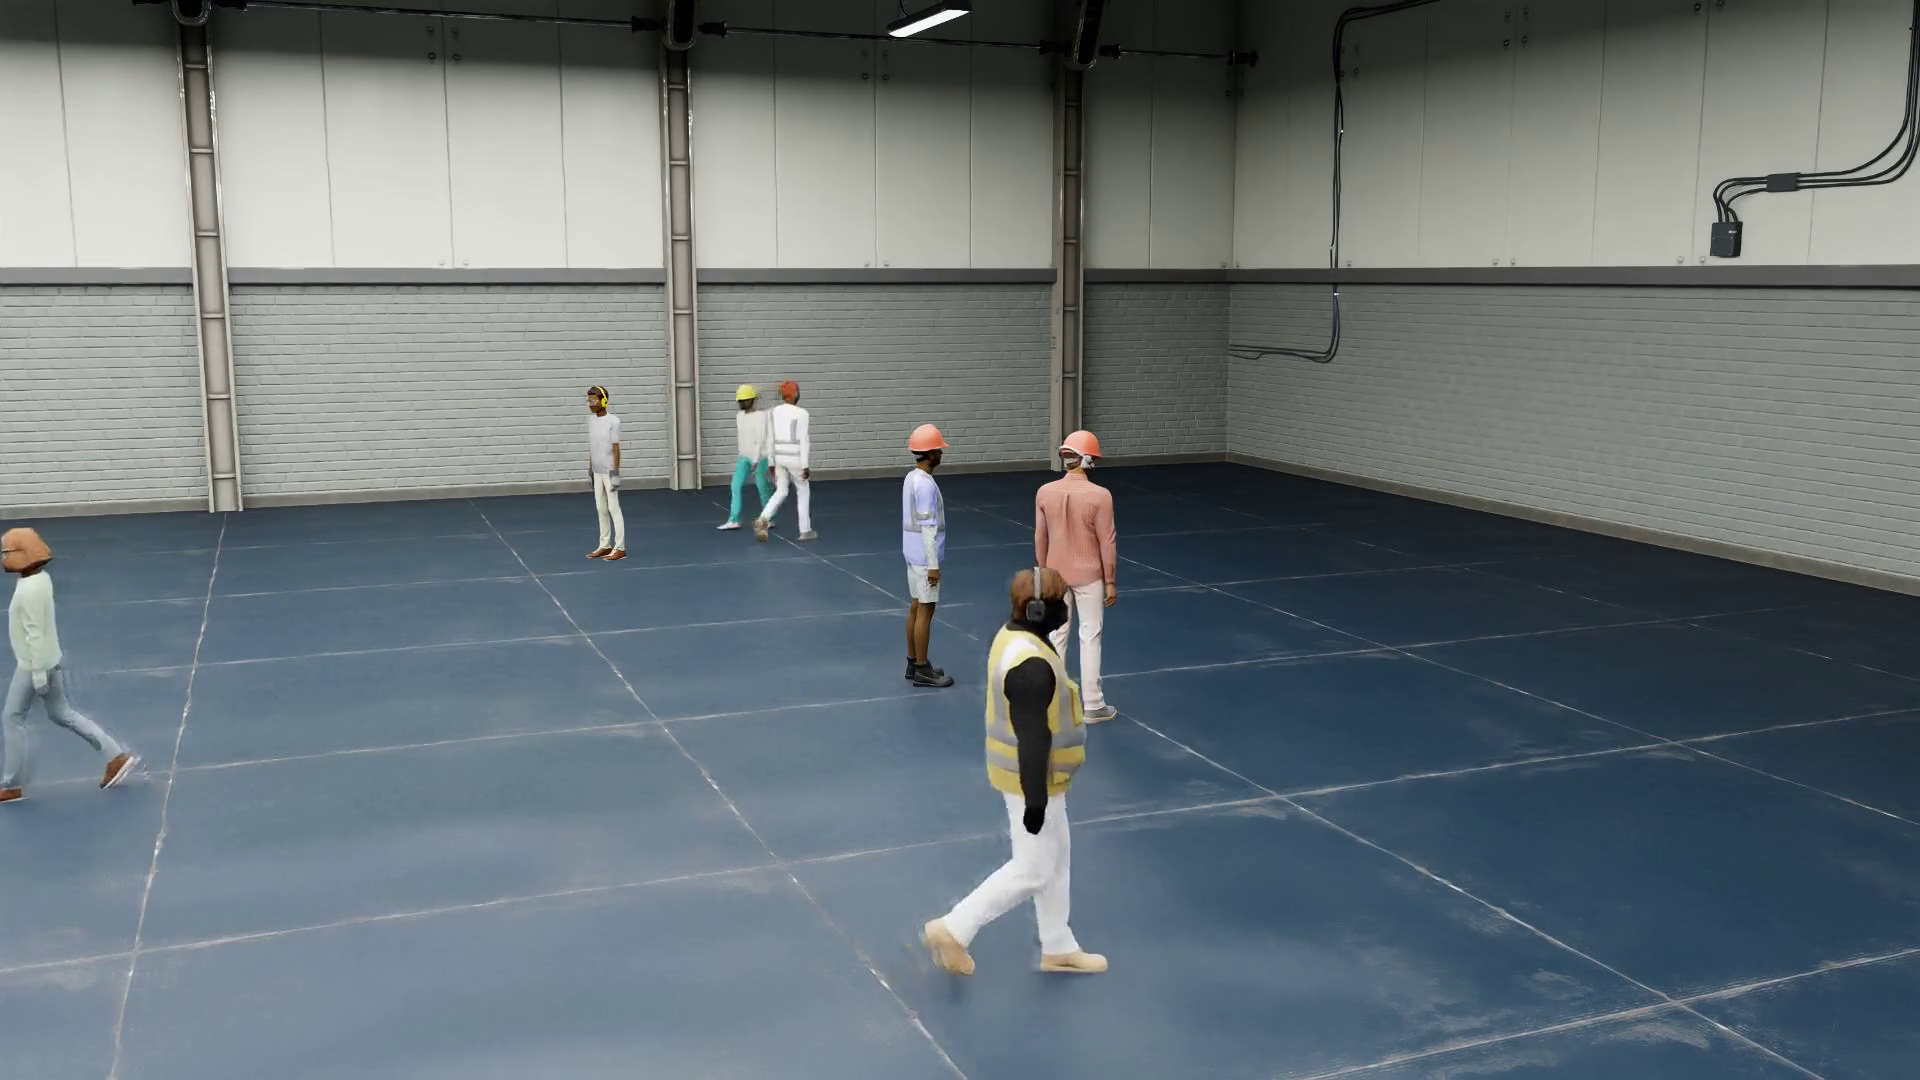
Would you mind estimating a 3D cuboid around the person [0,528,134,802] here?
[{"bbox_3d":[-5.288,0.710,9.635,0.795,1.599,0.510,-3,10,-19],"label":"person"}]

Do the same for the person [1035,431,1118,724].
[{"bbox_3d":[0.805,0.251,11.318,0.610,1.985,0.392,6,11,33],"label":"person"}]

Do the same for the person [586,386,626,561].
[{"bbox_3d":[-3.802,-0.710,17.751,0.501,1.860,0.312,7,12,38],"label":"person"}]

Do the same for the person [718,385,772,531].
[{"bbox_3d":[-2.532,-0.945,19.616,0.550,1.733,0.793,8,12,40],"label":"person"}]

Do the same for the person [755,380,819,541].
[{"bbox_3d":[-1.988,-0.891,18.925,0.594,1.858,0.810,6,11,33],"label":"person"}]

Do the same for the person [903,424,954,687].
[{"bbox_3d":[-0.237,0.117,12.305,0.356,1.936,0.551,-2,9,-13],"label":"person"}]

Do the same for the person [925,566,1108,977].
[{"bbox_3d":[0.254,1.008,7.096,0.713,1.822,0.626,0,9,-1],"label":"person"}]
